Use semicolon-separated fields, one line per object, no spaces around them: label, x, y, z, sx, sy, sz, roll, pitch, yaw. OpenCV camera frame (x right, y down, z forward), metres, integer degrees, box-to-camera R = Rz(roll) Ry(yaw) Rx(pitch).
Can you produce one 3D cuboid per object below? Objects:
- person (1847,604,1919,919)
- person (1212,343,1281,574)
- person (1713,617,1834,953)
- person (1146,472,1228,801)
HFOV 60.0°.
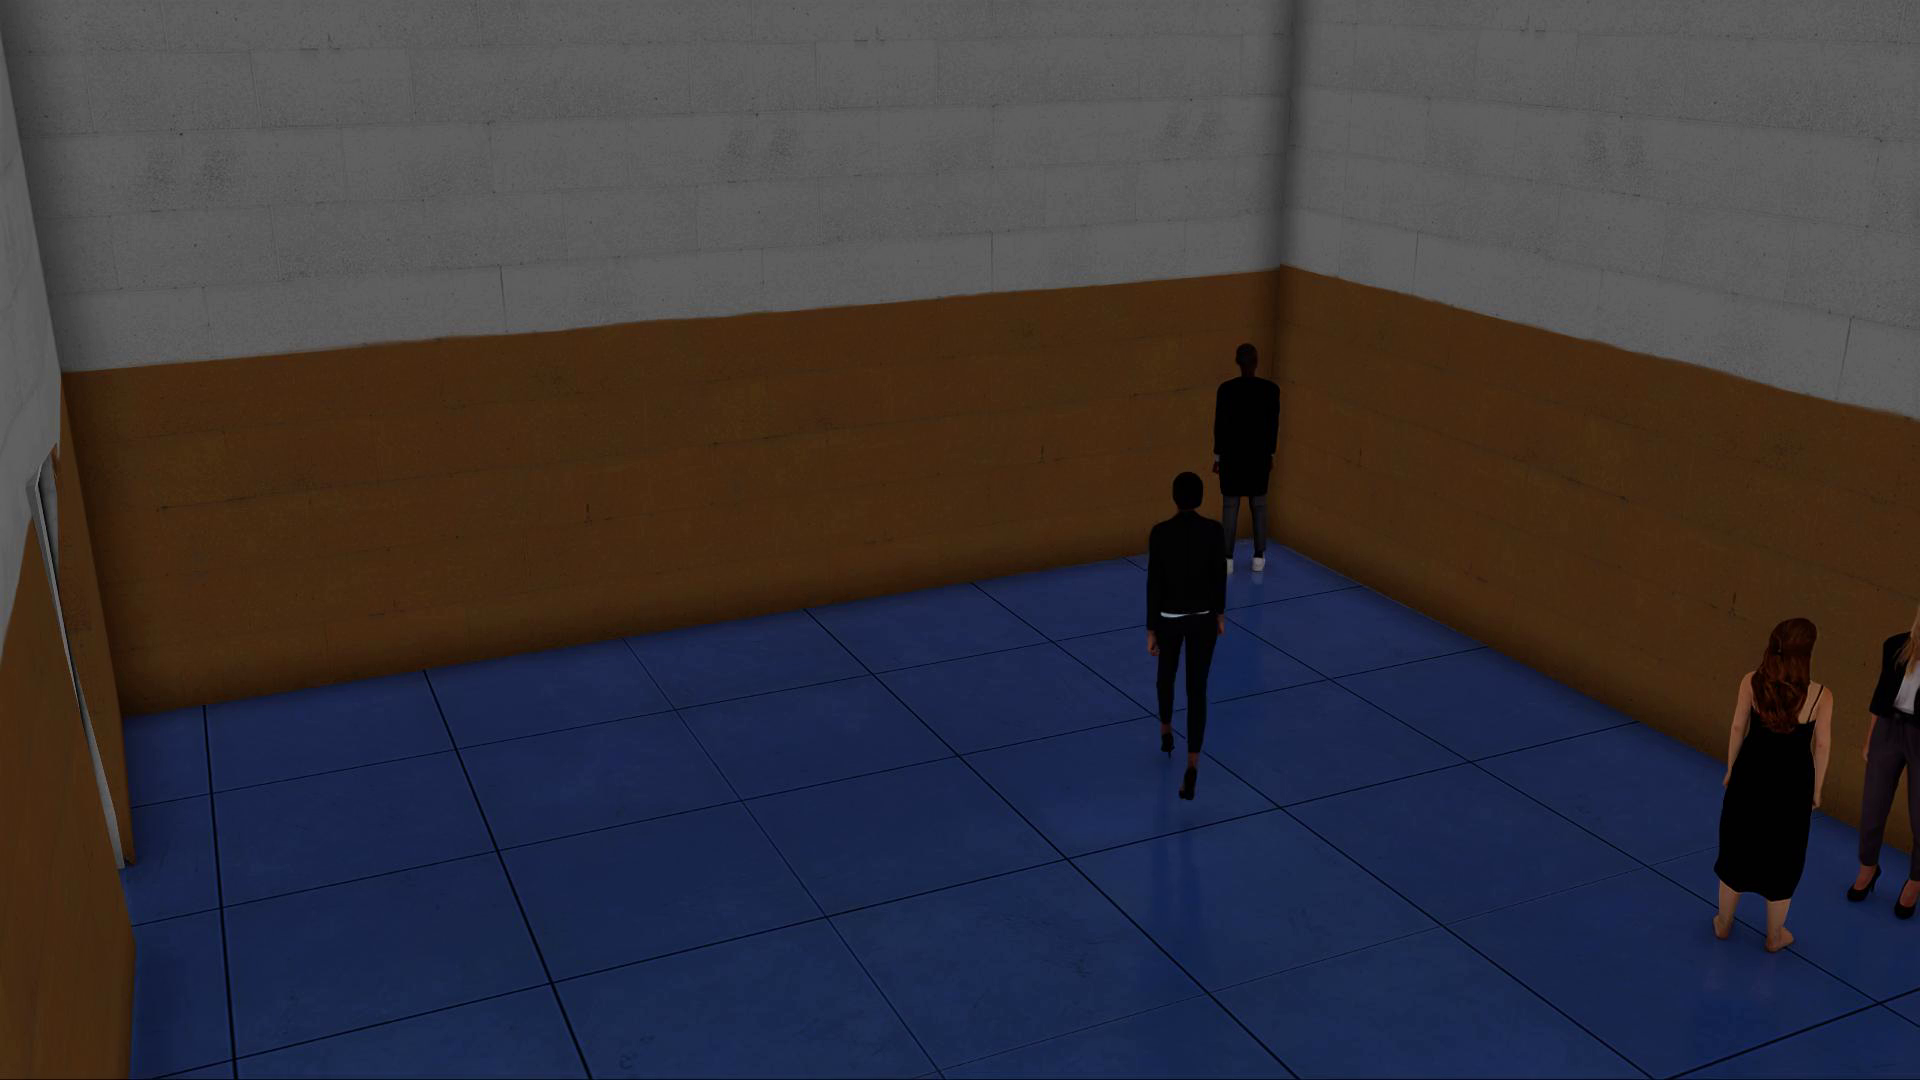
person;4.545;1.004;7.937;0.610;1.666;0.631;-14;23;-36
person;2.158;-0.619;12.602;0.649;1.761;0.782;0;19;0
person;3.734;1.117;7.665;0.668;1.624;0.702;12;22;32
person;1.247;0.554;9.078;1.155;1.789;1.057;2;19;6
